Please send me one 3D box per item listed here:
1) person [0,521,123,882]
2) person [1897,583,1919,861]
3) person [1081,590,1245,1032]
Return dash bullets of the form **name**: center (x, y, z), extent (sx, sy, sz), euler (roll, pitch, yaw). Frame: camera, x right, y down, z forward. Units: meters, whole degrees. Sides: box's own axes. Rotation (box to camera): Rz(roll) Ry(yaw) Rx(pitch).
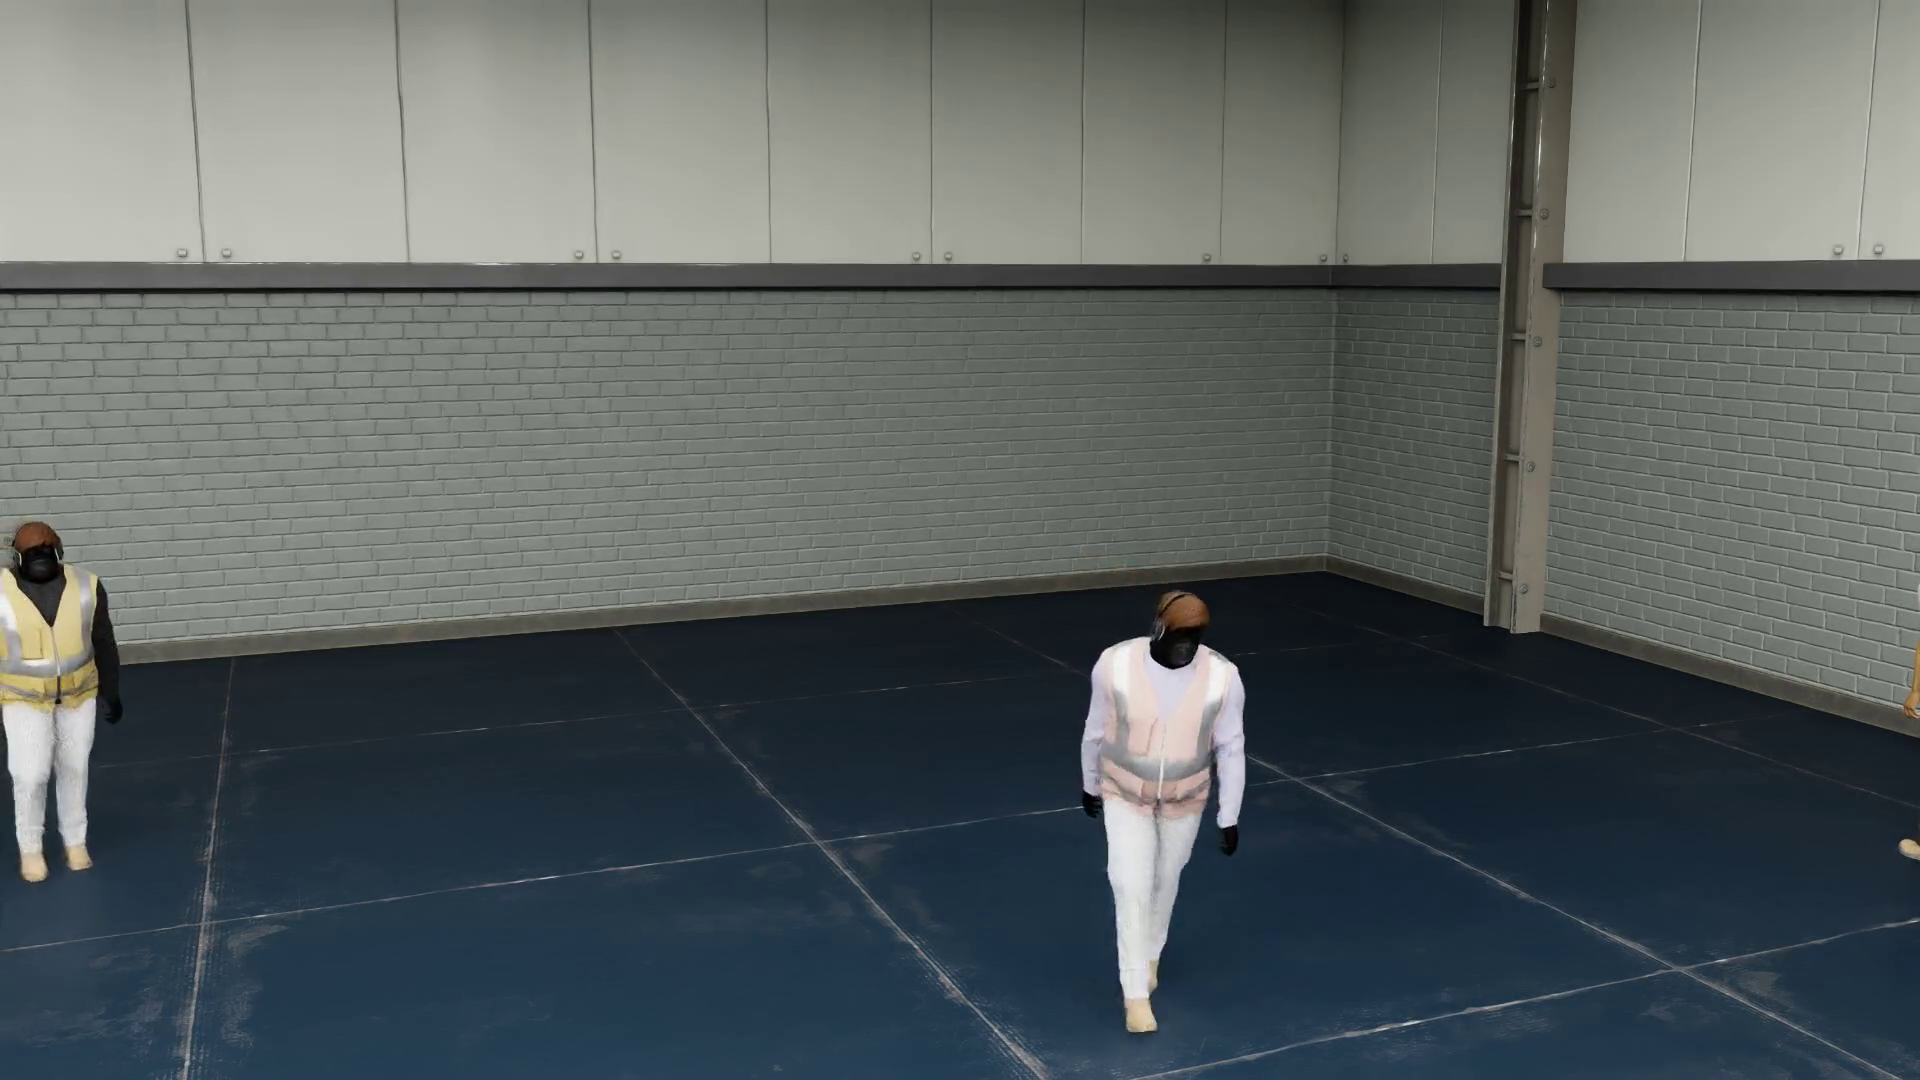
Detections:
- **person**: center (-4.574, 0.800, 8.362), extent (0.642, 1.822, 0.506), euler (-9, 12, -43)
- **person**: center (5.118, 0.764, 8.533), extent (0.506, 1.845, 0.344), euler (0, 9, 0)
- **person**: center (0.824, 1.074, 6.788), extent (0.641, 1.782, 0.841), euler (0, 9, 1)
